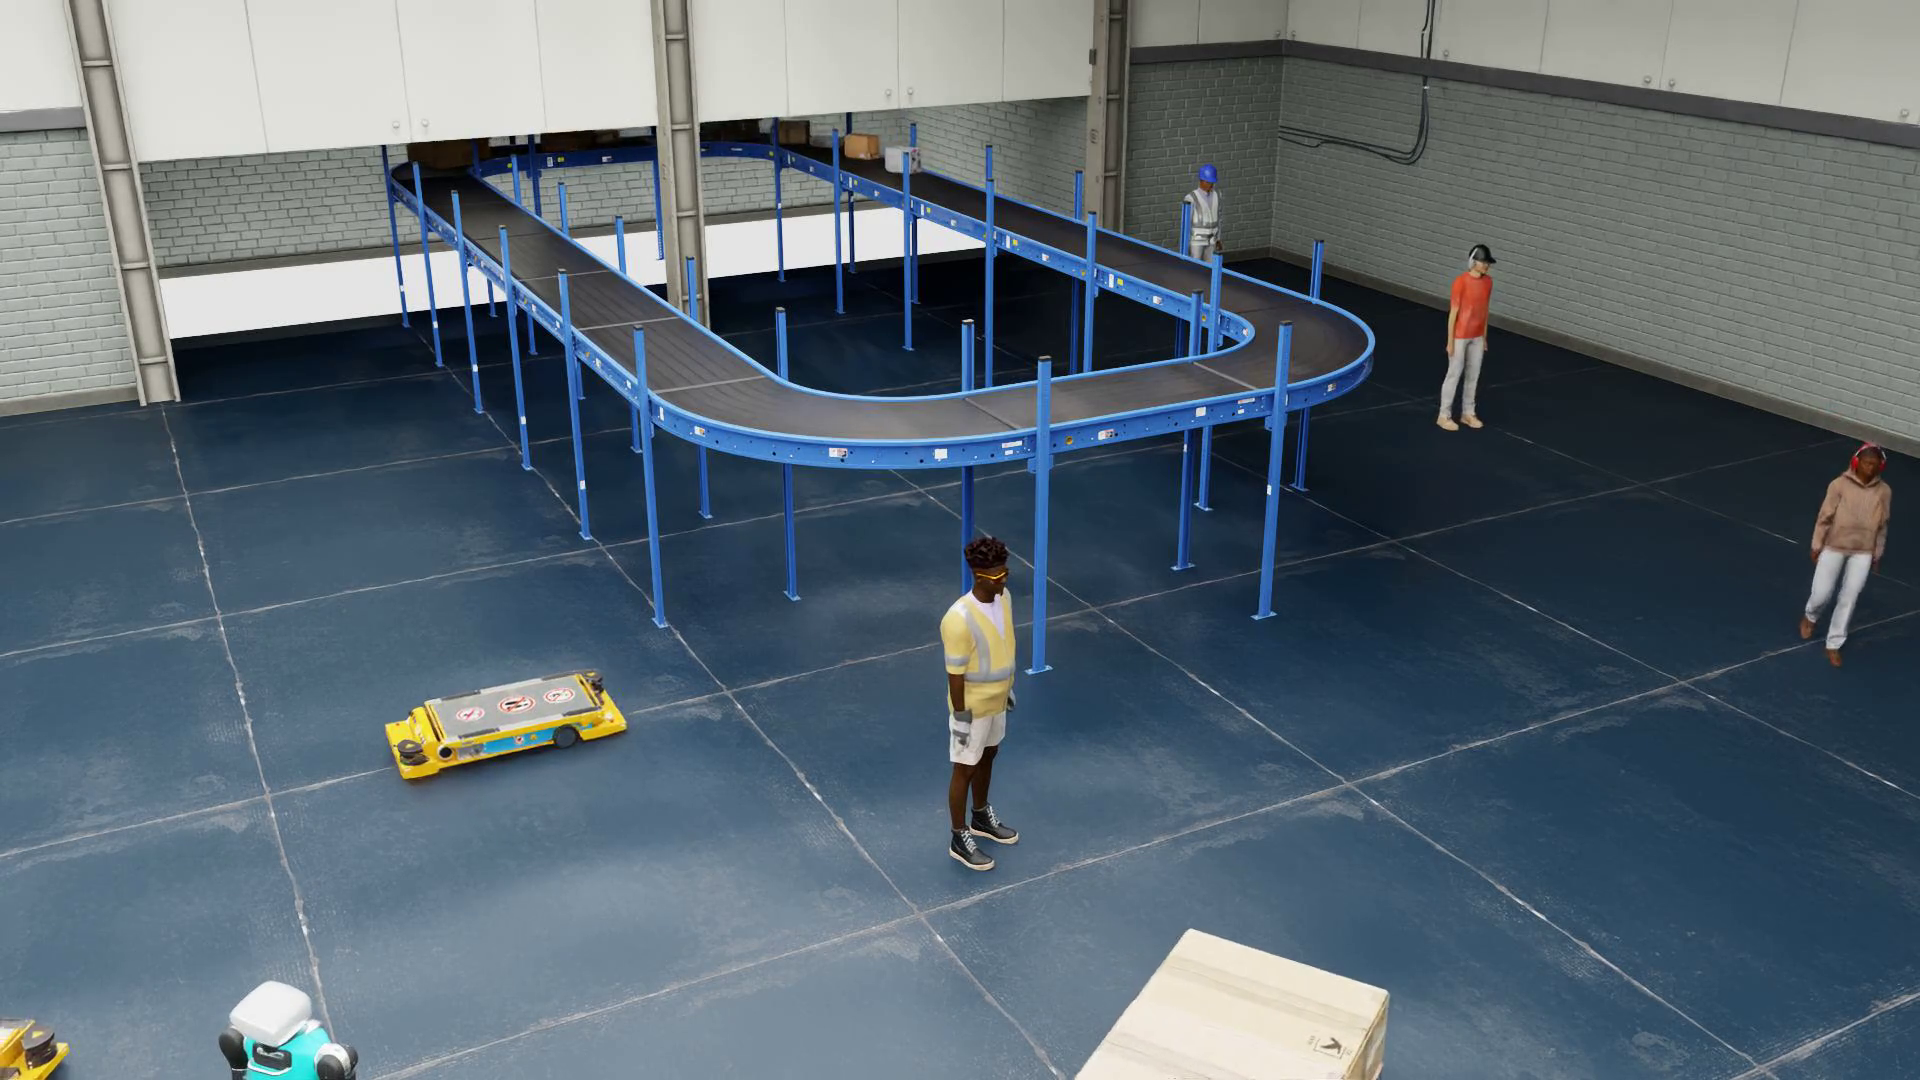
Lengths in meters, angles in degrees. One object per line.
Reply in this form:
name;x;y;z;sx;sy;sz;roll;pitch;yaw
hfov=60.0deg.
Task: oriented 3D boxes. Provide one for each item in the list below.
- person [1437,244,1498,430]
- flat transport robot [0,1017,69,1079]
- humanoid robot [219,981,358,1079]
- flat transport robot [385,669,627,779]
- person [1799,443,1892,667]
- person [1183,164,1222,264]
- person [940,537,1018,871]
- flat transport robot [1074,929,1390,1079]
person;5.129;-2.029;16.718;0.485;1.905;0.429;-10;24;-23
flat transport robot;-5.015;2.489;7.722;1.431;0.231;0.659;2;22;5
humanoid robot;-2.412;2.411;5.779;0.533;1.677;0.735;8;23;19
flat transport robot;-2.981;1.196;10.919;1.431;0.231;0.659;-11;24;-24
person;6.313;0.078;11.838;0.479;1.639;0.430;5;23;13
person;3.060;-3.772;20.990;0.612;1.934;0.413;-15;26;-33
person;0.127;0.896;9.399;0.368;1.966;0.600;13;25;28
flat transport robot;1.136;2.690;7.226;1.431;0.231;0.659;12;25;27
